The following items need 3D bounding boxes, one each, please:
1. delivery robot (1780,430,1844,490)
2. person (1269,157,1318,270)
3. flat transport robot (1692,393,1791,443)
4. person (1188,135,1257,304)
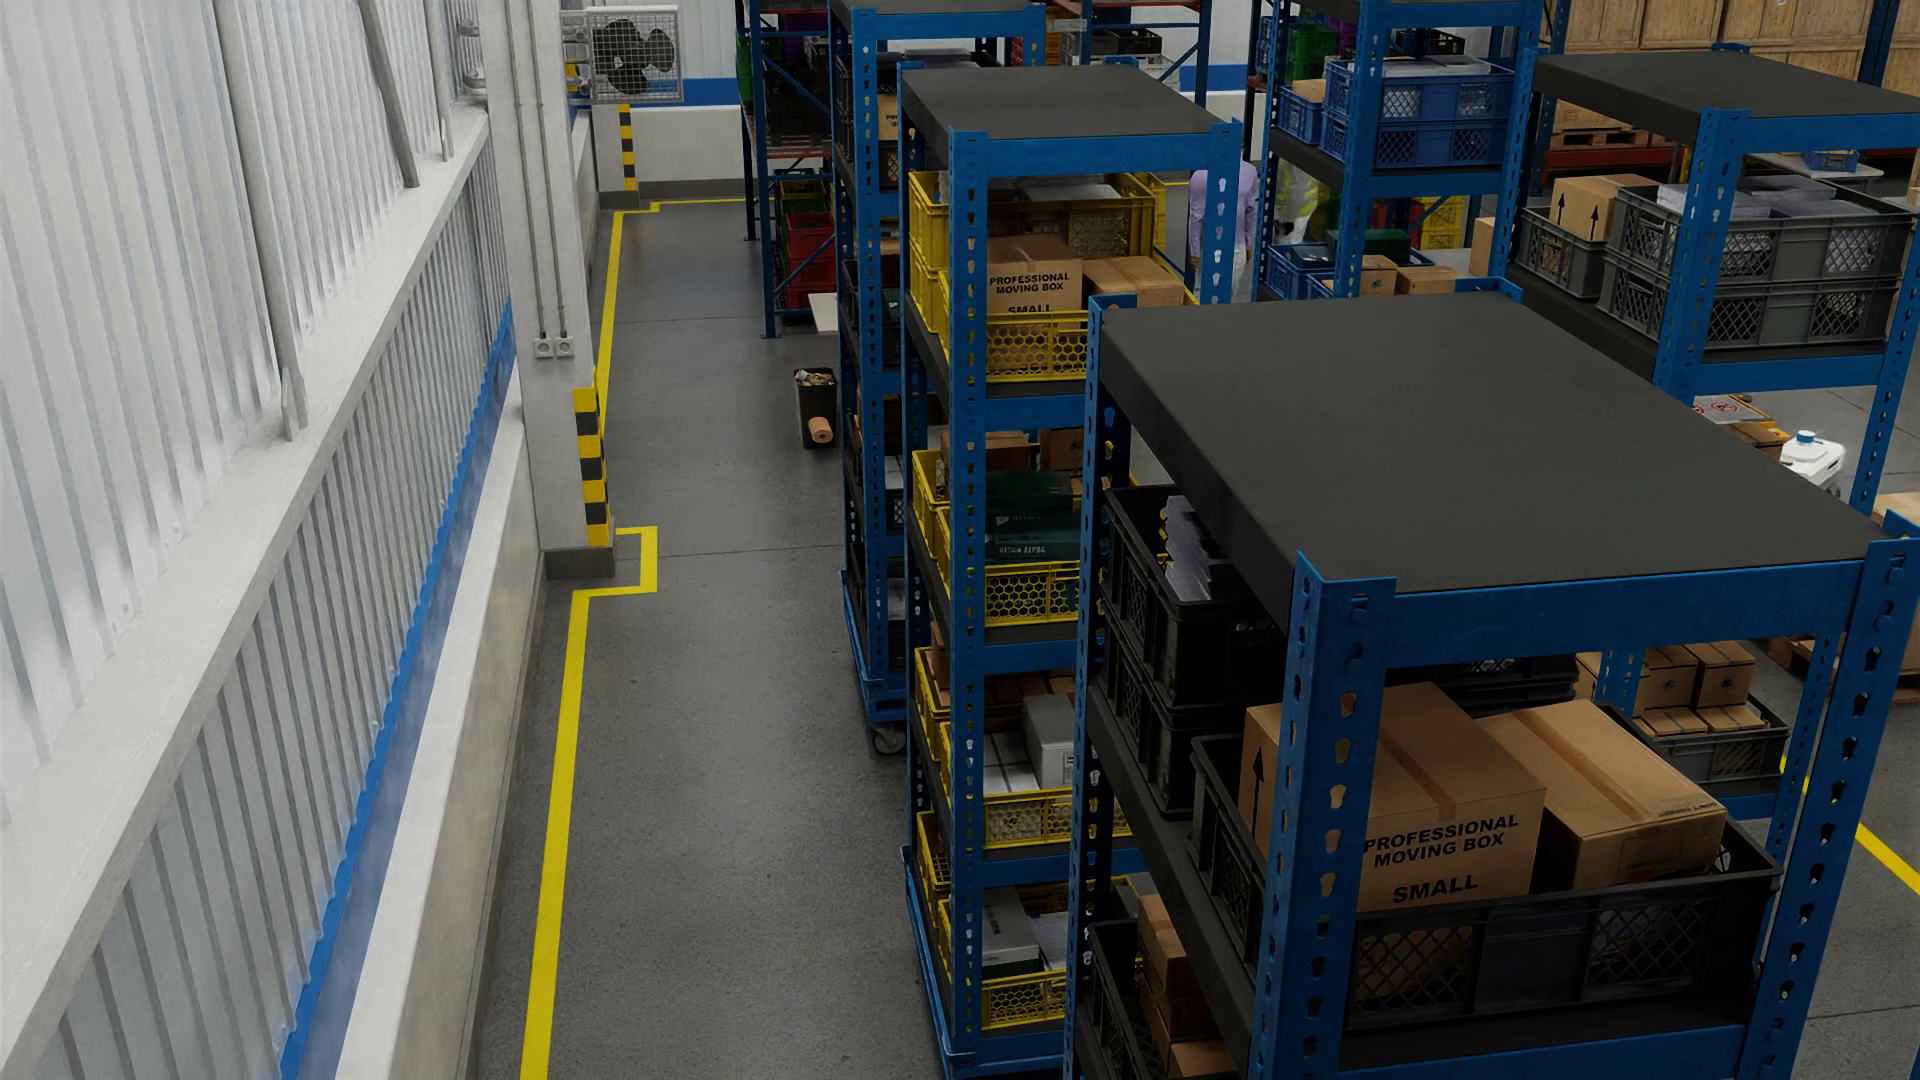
[{"bbox_3d":[5.474,-0.476,10.855,0.477,0.478,0.707,22,33,40],"label":"delivery robot"},{"bbox_3d":[2.984,-2.976,14.919,0.465,1.803,0.723,2,25,4],"label":"person"},{"bbox_3d":[5.224,-0.859,12.132,1.431,0.197,0.652,-4,25,-8],"label":"flat transport robot"},{"bbox_3d":[2.110,-2.381,13.470,0.628,1.931,0.358,-12,27,-24],"label":"person"}]
